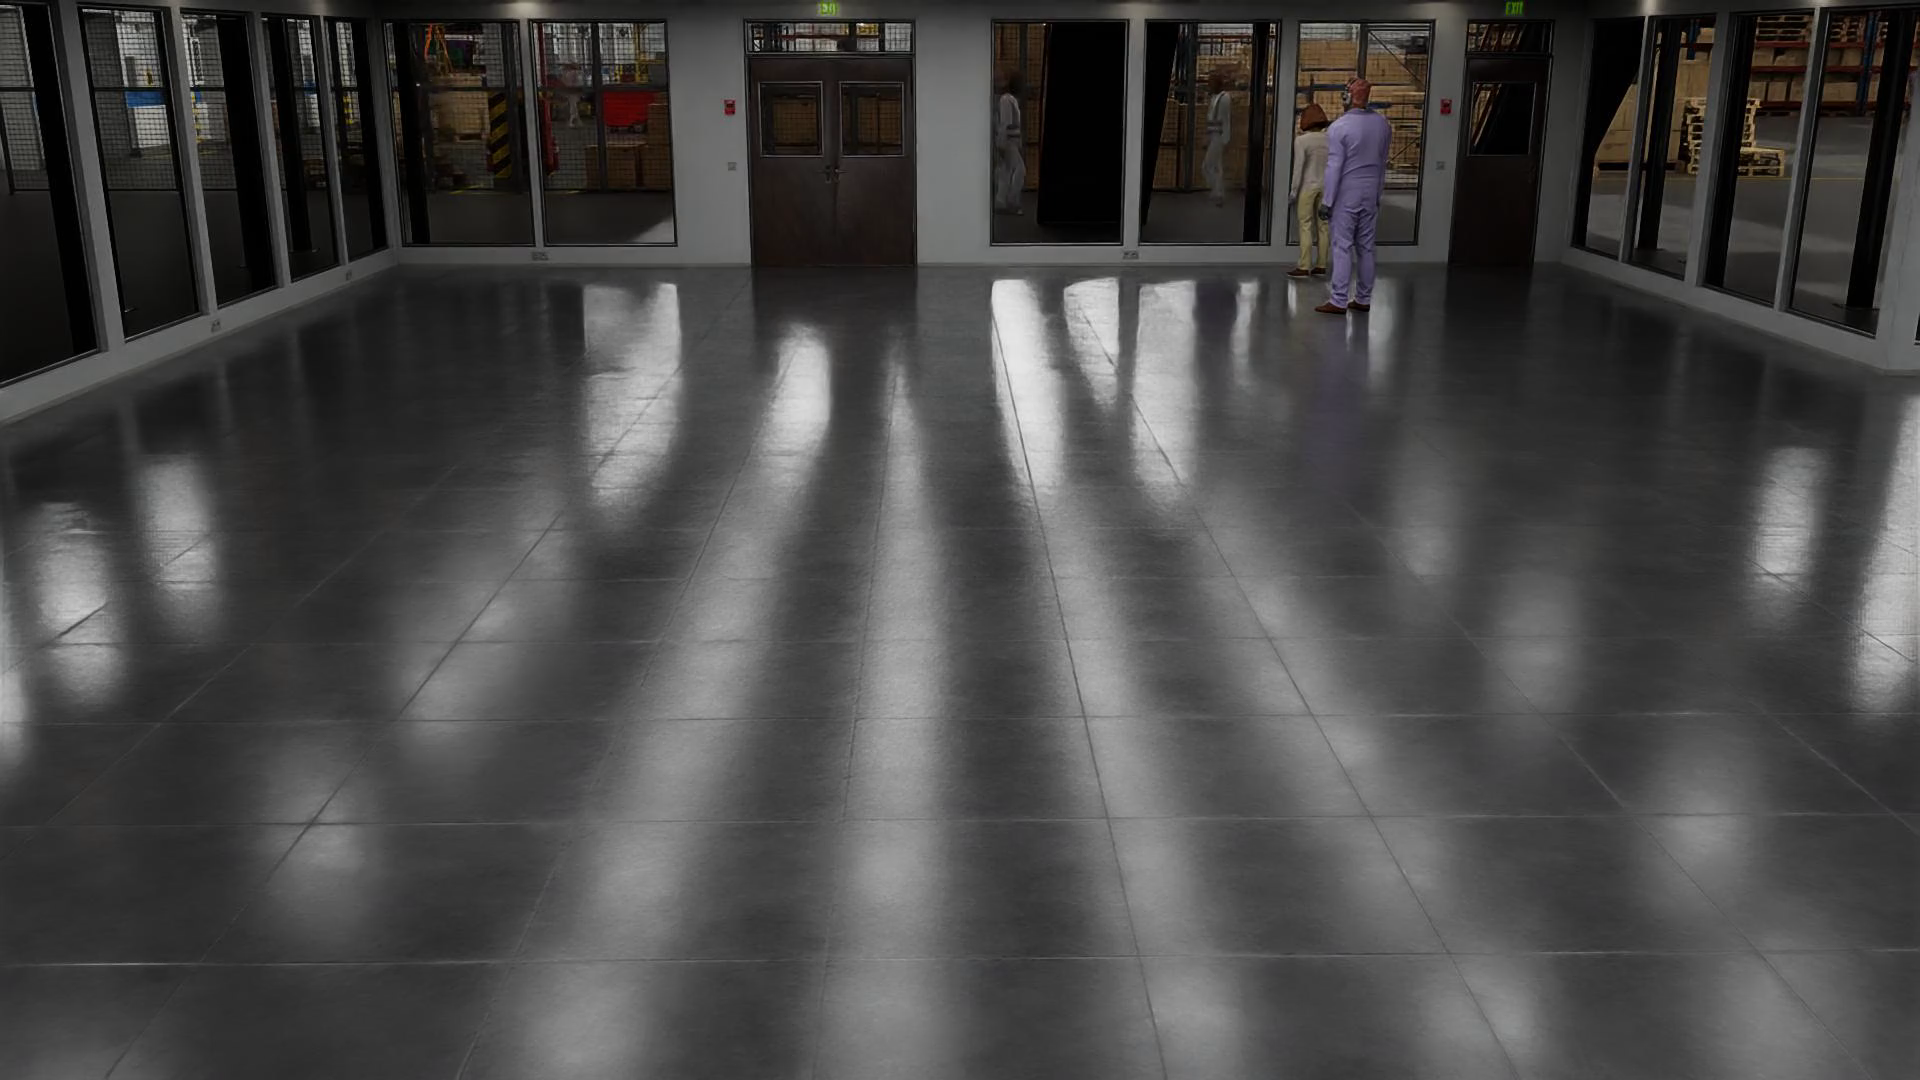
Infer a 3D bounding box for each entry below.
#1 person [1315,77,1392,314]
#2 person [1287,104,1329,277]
[{"bbox_3d":[3.214,-2.821,13.702,0.636,1.910,0.405,-9,19,-29],"label":"person"},{"bbox_3d":[3.372,-3.342,15.952,0.498,1.632,0.280,-9,19,-28],"label":"person"}]
